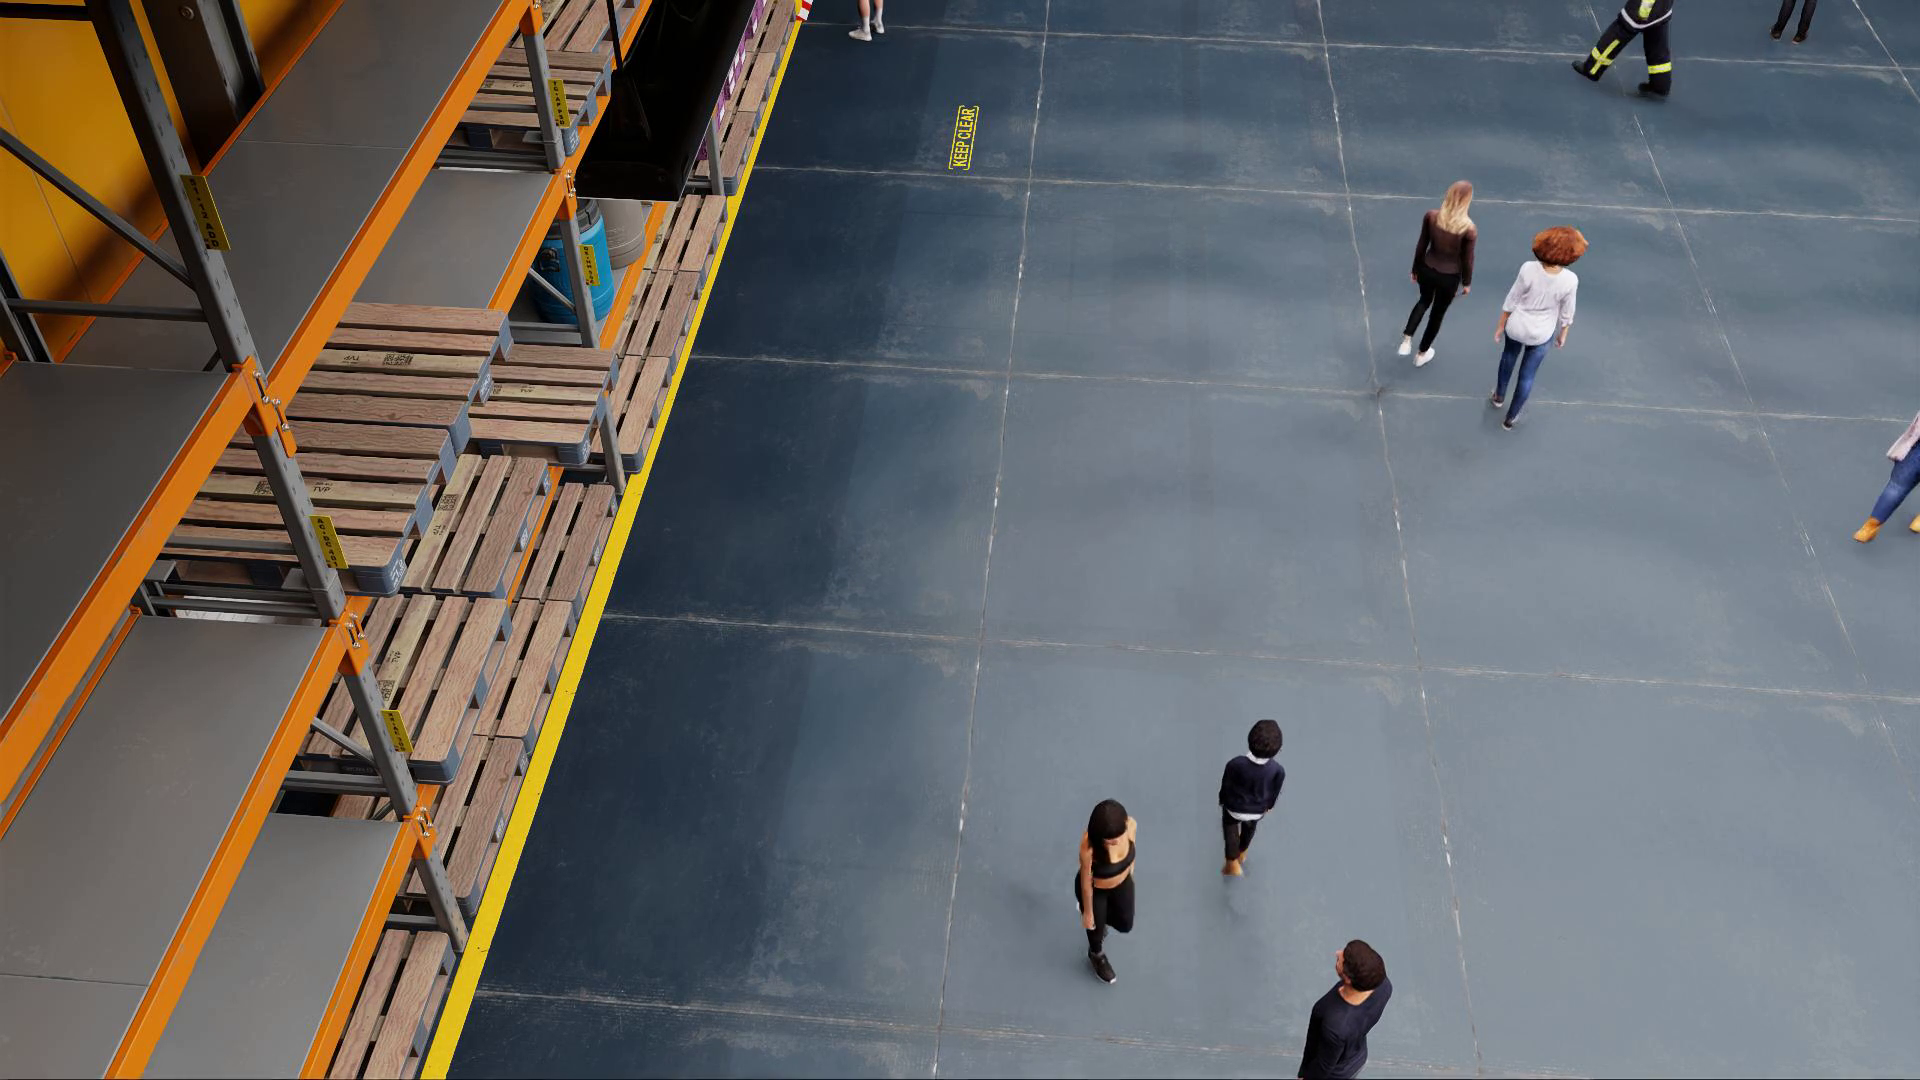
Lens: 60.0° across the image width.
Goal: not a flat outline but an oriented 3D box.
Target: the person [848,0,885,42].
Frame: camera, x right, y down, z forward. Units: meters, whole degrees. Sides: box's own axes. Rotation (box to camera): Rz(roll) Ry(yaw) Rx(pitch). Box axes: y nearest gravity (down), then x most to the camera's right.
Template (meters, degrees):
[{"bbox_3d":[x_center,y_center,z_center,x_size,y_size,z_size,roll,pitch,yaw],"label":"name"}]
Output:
[{"bbox_3d":[-0.987,-6.138,17.331,0.801,1.873,0.704,31,52,29],"label":"person"}]

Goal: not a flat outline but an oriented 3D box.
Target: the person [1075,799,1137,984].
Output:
[{"bbox_3d":[0.736,1.850,9.130,0.739,1.619,0.817,-24,49,-23],"label":"person"}]

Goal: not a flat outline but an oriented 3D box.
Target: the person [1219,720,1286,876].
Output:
[{"bbox_3d":[1.694,1.549,9.738,0.525,1.216,0.654,0,44,1],"label":"person"}]

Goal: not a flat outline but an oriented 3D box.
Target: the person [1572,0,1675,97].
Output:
[{"bbox_3d":[6.888,-5.294,16.403,1.286,1.931,1.311,31,52,28],"label":"person"}]

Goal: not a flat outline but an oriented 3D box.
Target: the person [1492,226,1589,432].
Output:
[{"bbox_3d":[4.323,-1.570,12.668,0.804,1.691,0.849,16,46,16],"label":"person"}]

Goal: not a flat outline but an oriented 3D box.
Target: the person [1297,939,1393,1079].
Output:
[{"bbox_3d":[1.850,2.562,8.200,0.777,1.870,0.696,34,53,31],"label":"person"}]

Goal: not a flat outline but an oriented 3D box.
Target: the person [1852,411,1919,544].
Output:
[{"bbox_3d":[6.997,-0.693,11.740,1.156,1.702,1.118,-28,50,-26],"label":"person"}]

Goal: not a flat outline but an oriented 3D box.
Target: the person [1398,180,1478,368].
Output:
[{"bbox_3d":[3.759,-2.049,13.169,0.742,1.693,0.790,32,52,29],"label":"person"}]
